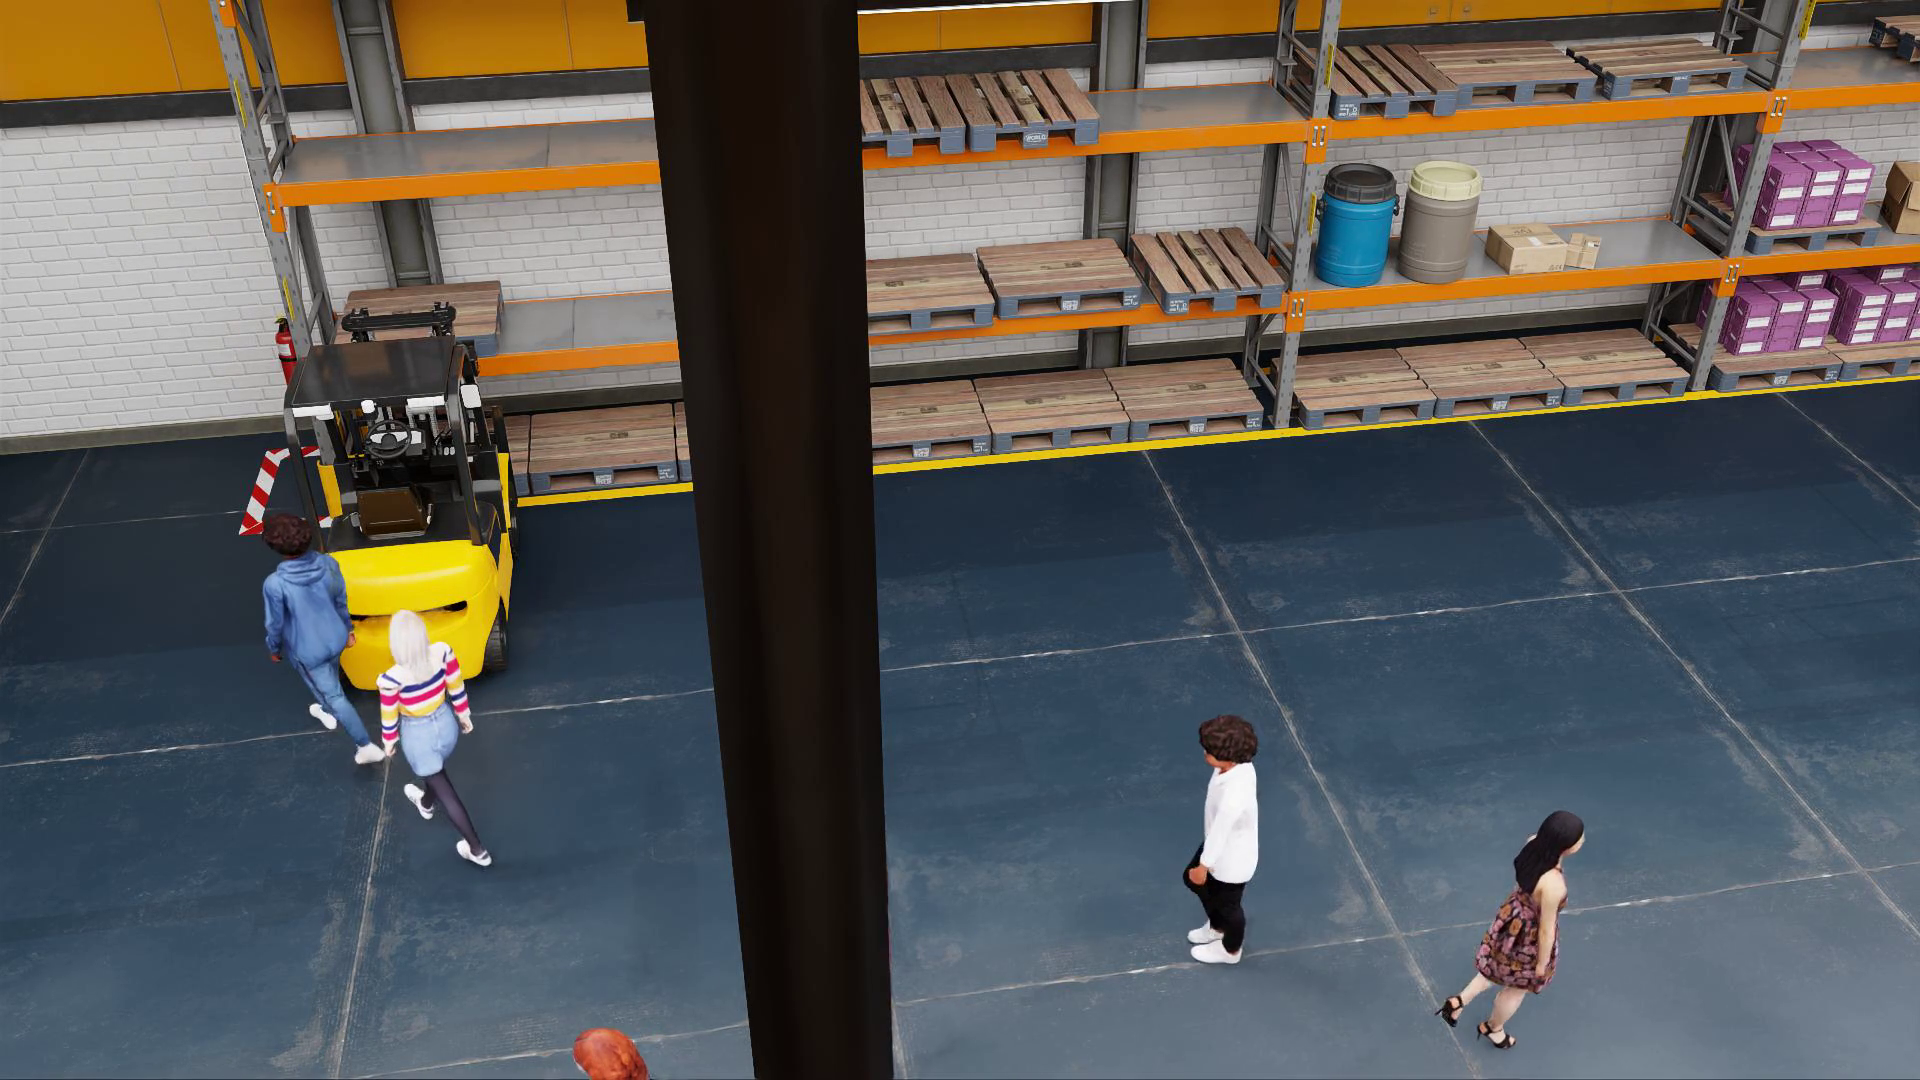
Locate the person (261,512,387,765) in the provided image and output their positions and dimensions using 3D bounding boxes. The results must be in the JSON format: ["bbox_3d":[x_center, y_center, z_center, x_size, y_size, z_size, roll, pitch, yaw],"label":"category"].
[{"bbox_3d":[-4.051,0.679,10.601,1.205,1.768,1.190,24,41,32],"label":"person"}]

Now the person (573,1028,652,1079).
[{"bbox_3d":[-1.386,2.818,7.395,0.959,1.753,0.880,22,39,29],"label":"person"}]

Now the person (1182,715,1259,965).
[{"bbox_3d":[1.541,1.688,9.060,0.693,1.793,0.695,4,34,5],"label":"person"}]

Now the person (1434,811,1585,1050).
[{"bbox_3d":[2.813,2.058,8.536,0.837,1.757,0.716,-1,34,-1],"label":"person"}]

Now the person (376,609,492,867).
[{"bbox_3d":[-3.076,1.209,9.811,1.150,1.759,1.126,24,40,31],"label":"person"}]
